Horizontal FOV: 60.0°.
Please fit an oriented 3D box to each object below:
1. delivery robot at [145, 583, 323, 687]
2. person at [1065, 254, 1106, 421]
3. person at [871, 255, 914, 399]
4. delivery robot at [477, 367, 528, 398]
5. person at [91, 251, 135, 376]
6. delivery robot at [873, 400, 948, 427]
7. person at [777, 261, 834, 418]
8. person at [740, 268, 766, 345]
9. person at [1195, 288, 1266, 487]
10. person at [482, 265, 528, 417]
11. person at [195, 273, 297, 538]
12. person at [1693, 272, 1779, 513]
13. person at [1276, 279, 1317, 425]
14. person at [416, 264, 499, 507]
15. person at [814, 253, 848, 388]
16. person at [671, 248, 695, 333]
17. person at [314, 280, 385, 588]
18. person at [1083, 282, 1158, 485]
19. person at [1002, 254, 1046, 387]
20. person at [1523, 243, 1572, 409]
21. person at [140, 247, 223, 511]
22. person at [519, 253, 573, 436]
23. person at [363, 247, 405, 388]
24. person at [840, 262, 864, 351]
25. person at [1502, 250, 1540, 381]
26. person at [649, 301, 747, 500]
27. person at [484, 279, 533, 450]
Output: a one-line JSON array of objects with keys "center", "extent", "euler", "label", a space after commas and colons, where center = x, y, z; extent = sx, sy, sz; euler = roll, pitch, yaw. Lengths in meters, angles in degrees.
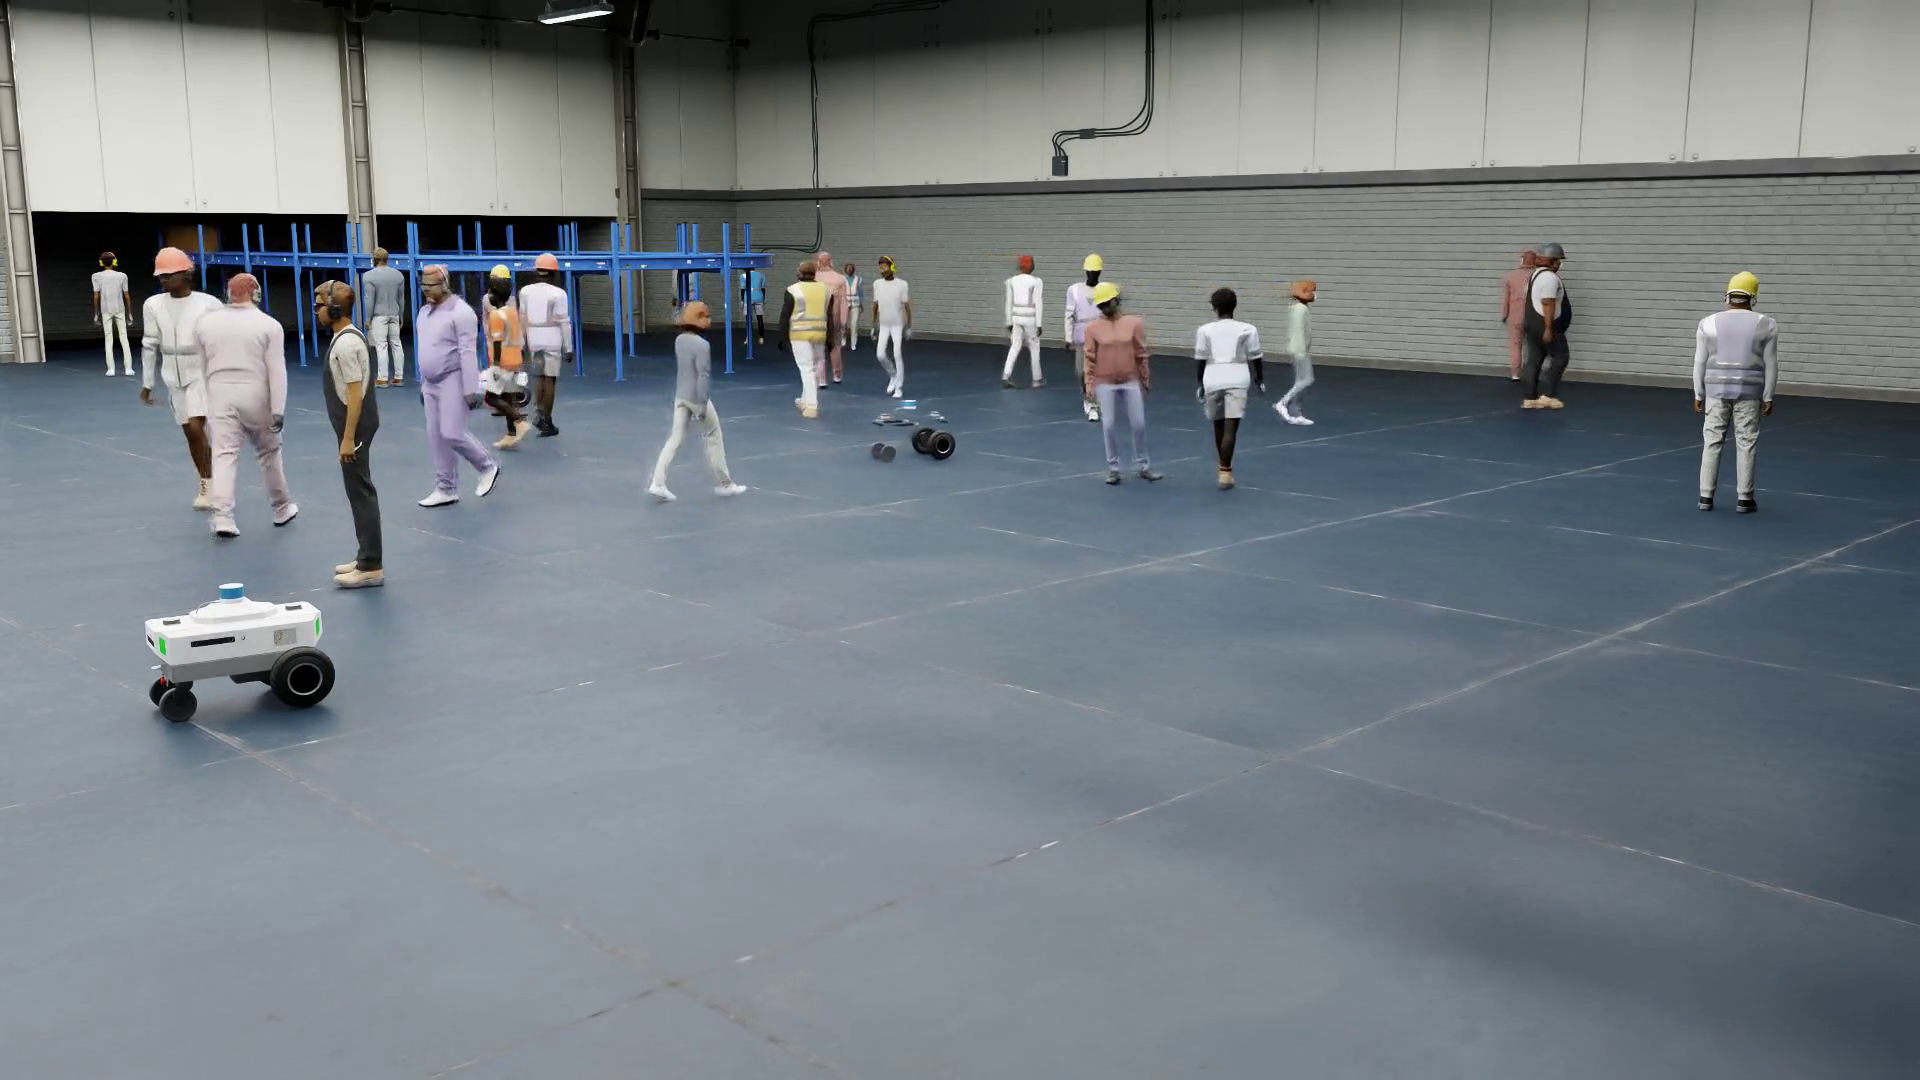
[{"center": [-3.287, 0.441, 7.538], "extent": [0.707, 0.478, 0.477], "euler": [-7, 13, -34], "label": "delivery robot"}, {"center": [1.528, -2.357, 19.274], "extent": [0.589, 1.903, 0.757], "euler": [2, 11, 11], "label": "person"}, {"center": [-0.885, -2.779, 21.720], "extent": [0.642, 1.846, 0.426], "euler": [4, 11, 22], "label": "person"}, {"center": [-5.767, -1.976, 20.715], "extent": [0.707, 0.478, 0.477], "euler": [-5, 11, -24], "label": "delivery robot"}, {"center": [-12.817, -3.421, 25.163], "extent": [0.521, 1.865, 0.319], "euler": [-5, 12, -26], "label": "person"}, {"center": [-0.471, -1.223, 15.901], "extent": [0.698, 0.223, 0.335], "euler": [-4, 11, -23], "label": "delivery robot"}, {"center": [-1.867, -2.375, 19.632], "extent": [0.628, 1.807, 0.894], "euler": [-7, 13, -35], "label": "person"}, {"center": [-4.006, -4.629, 32.212], "extent": [0.535, 1.697, 0.318], "euler": [-6, 12, -29], "label": "person"}, {"center": [2.307, -1.309, 14.187], "extent": [0.557, 1.647, 0.859], "euler": [4, 11, 22], "label": "person"}, {"center": [-5.346, -2.329, 19.472], "extent": [0.524, 1.770, 0.314], "euler": [6, 12, 29], "label": "person"}, {"center": [-5.083, -0.958, 11.818], "extent": [0.644, 1.852, 0.989], "euler": [0, 10, -2], "label": "person"}, {"center": [5.960, -1.140, 12.801], "extent": [0.592, 1.837, 0.404], "euler": [6, 12, 30], "label": "person"}, {"center": [3.818, -2.096, 18.588], "extent": [0.382, 1.619, 0.516], "euler": [3, 11, 14], "label": "person"}, {"center": [-3.994, -1.216, 13.072], "extent": [0.668, 1.889, 0.558], "euler": [8, 13, 39], "label": "person"}, {"center": [-1.870, -3.085, 23.339], "extent": [0.643, 1.854, 0.970], "euler": [0, 10, 2], "label": "person"}, {"center": [-5.194, -4.616, 31.480], "extent": [0.460, 1.934, 0.638], "euler": [10, 14, 43], "label": "person"}, {"center": [-3.691, -0.645, 10.083], "extent": [0.324, 1.842, 0.514], "euler": [-3, 11, -16], "label": "person"}, {"center": [1.349, -1.329, 14.141], "extent": [0.612, 1.721, 0.390], "euler": [-1, 10, -3], "label": "person"}, {"center": [0.901, -3.061, 23.244], "extent": [0.593, 1.853, 0.866], "euler": [6, 12, 32], "label": "person"}, {"center": [7.198, -2.591, 20.274], "extent": [0.614, 2.000, 0.711], "euler": [0, 10, 0], "label": "person"}, {"center": [-5.956, -1.219, 12.751], "extent": [0.613, 2.013, 0.737], "euler": [1, 10, 4], "label": "person"}, {"center": [-4.377, -2.078, 17.678], "extent": [0.585, 1.921, 0.473], "euler": [3, 11, 17], "label": "person"}, {"center": [-8.053, -3.111, 23.269], "extent": [0.370, 1.940, 0.631], "euler": [8, 13, 36], "label": "person"}, {"center": [-2.026, -4.324, 30.743], "extent": [0.519, 1.629, 0.386], "euler": [-2, 11, -8], "label": "person"}, {"center": [8.202, -3.249, 24.138], "extent": [0.665, 1.897, 0.479], "euler": [5, 11, 24], "label": "person"}, {"center": [-2.159, -1.122, 13.383], "extent": [0.861, 1.588, 0.492], "euler": [-10, 14, -43], "label": "person"}, {"center": [-4.470, -1.718, 16.357], "extent": [0.400, 1.681, 0.549], "euler": [1, 10, 3], "label": "person"}]
